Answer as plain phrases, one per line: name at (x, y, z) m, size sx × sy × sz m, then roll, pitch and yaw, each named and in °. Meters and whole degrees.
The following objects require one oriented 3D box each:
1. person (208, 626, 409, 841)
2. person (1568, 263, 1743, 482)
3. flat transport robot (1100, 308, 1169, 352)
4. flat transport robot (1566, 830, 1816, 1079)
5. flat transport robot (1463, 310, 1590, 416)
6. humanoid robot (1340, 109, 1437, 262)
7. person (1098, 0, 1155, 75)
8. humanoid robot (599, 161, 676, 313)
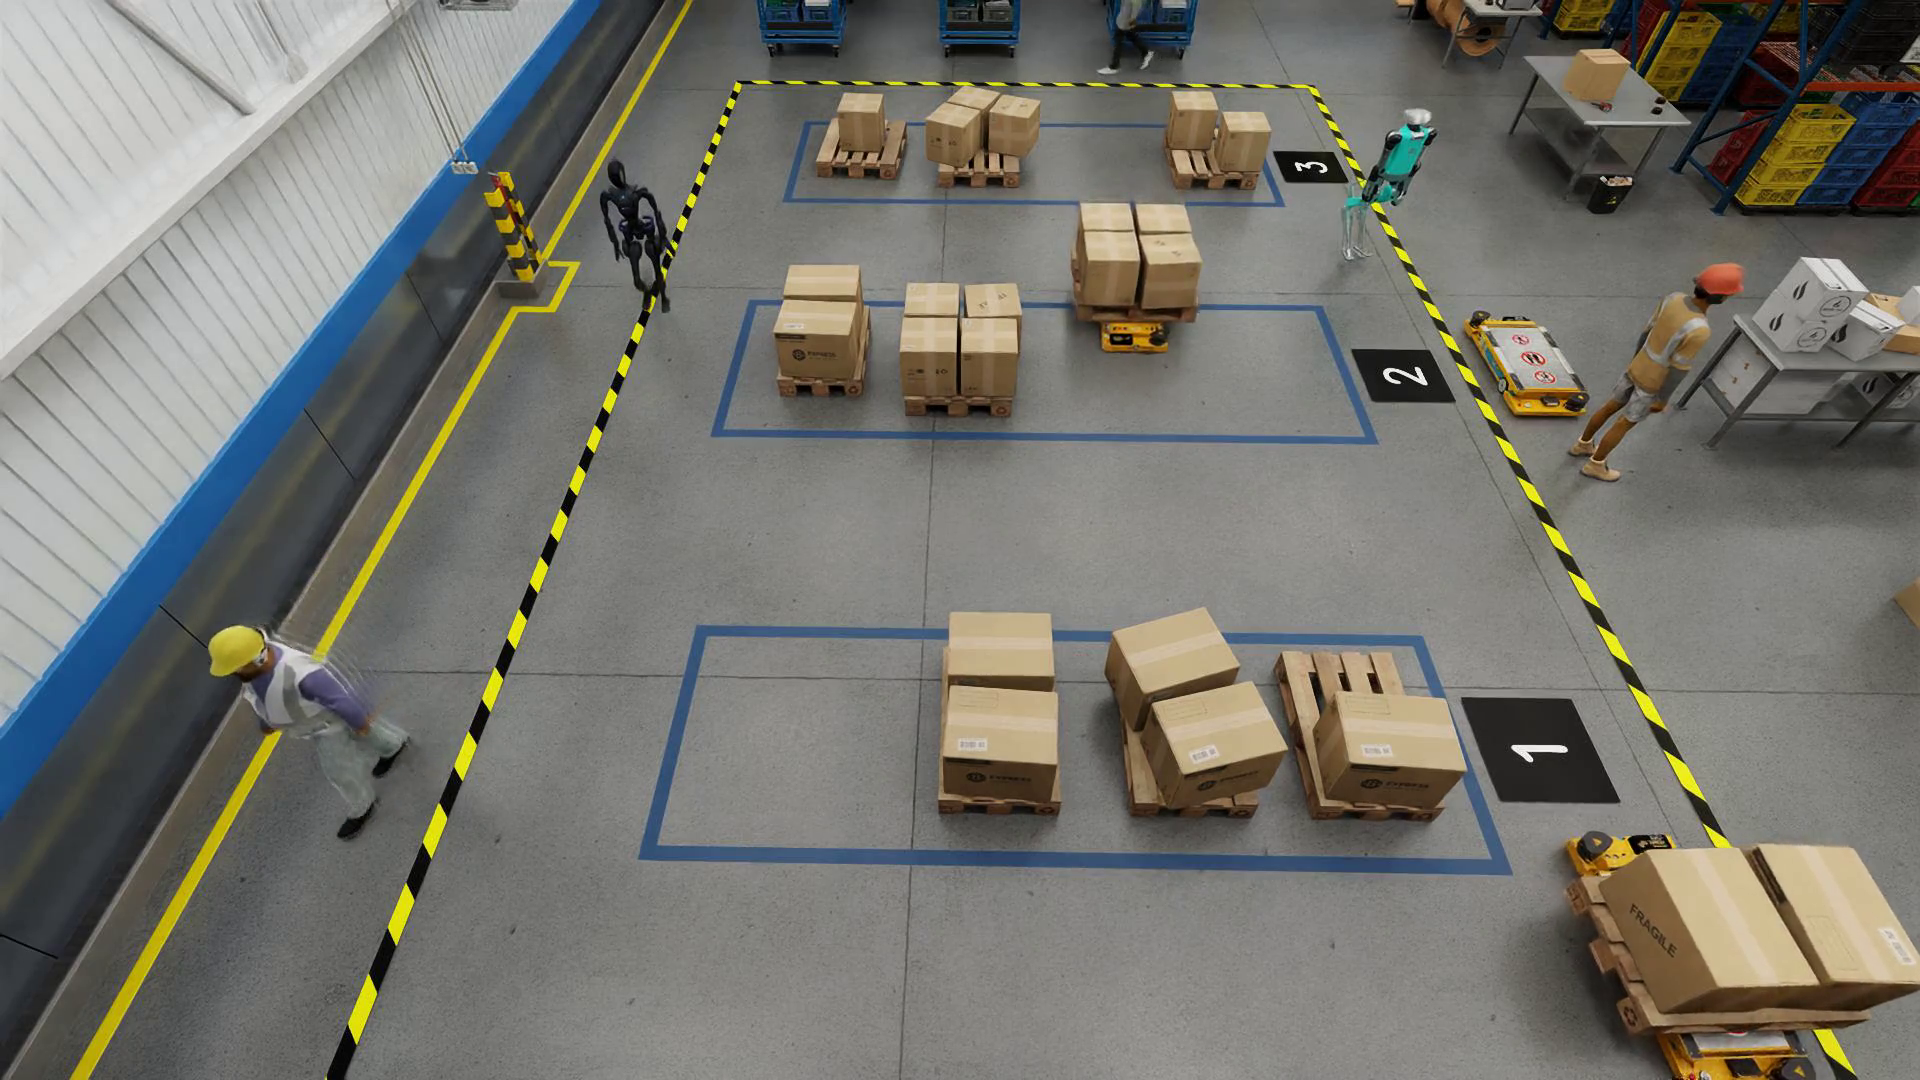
person at (-3.980, 1.131, 5.541) m, size 0.607 × 1.801 × 0.821 m, roll 19°, pitch 52°, yaw 16°
person at (5.695, -1.355, 7.532) m, size 0.365 × 2.048 × 0.606 m, roll 3°, pitch 49°, yaw 3°
flat transport robot at (1.789, -2.506, 9.684) m, size 0.652 × 0.197 × 1.431 m, roll 1°, pitch 49°, yaw 1°
flat transport robot at (4.263, 2.434, 5.408) m, size 0.652 × 0.197 × 1.431 m, roll -1°, pitch 49°, yaw -1°
flat transport robot at (5.573, -1.757, 9.054) m, size 0.659 × 0.231 × 1.431 m, roll 1°, pitch 49°, yaw 1°
humanoid robot at (4.464, -3.820, 9.875) m, size 0.539 × 1.796 × 0.800 m, roll -11°, pitch 50°, yaw -9°
person at (2.466, -7.587, 13.061) m, size 0.749 × 1.830 × 0.596 m, roll 5°, pitch 49°, yaw 4°
humanoid robot at (-3.206, -3.018, 9.218) m, size 0.609 × 1.647 × 0.375 m, roll -7°, pitch 50°, yaw -6°
